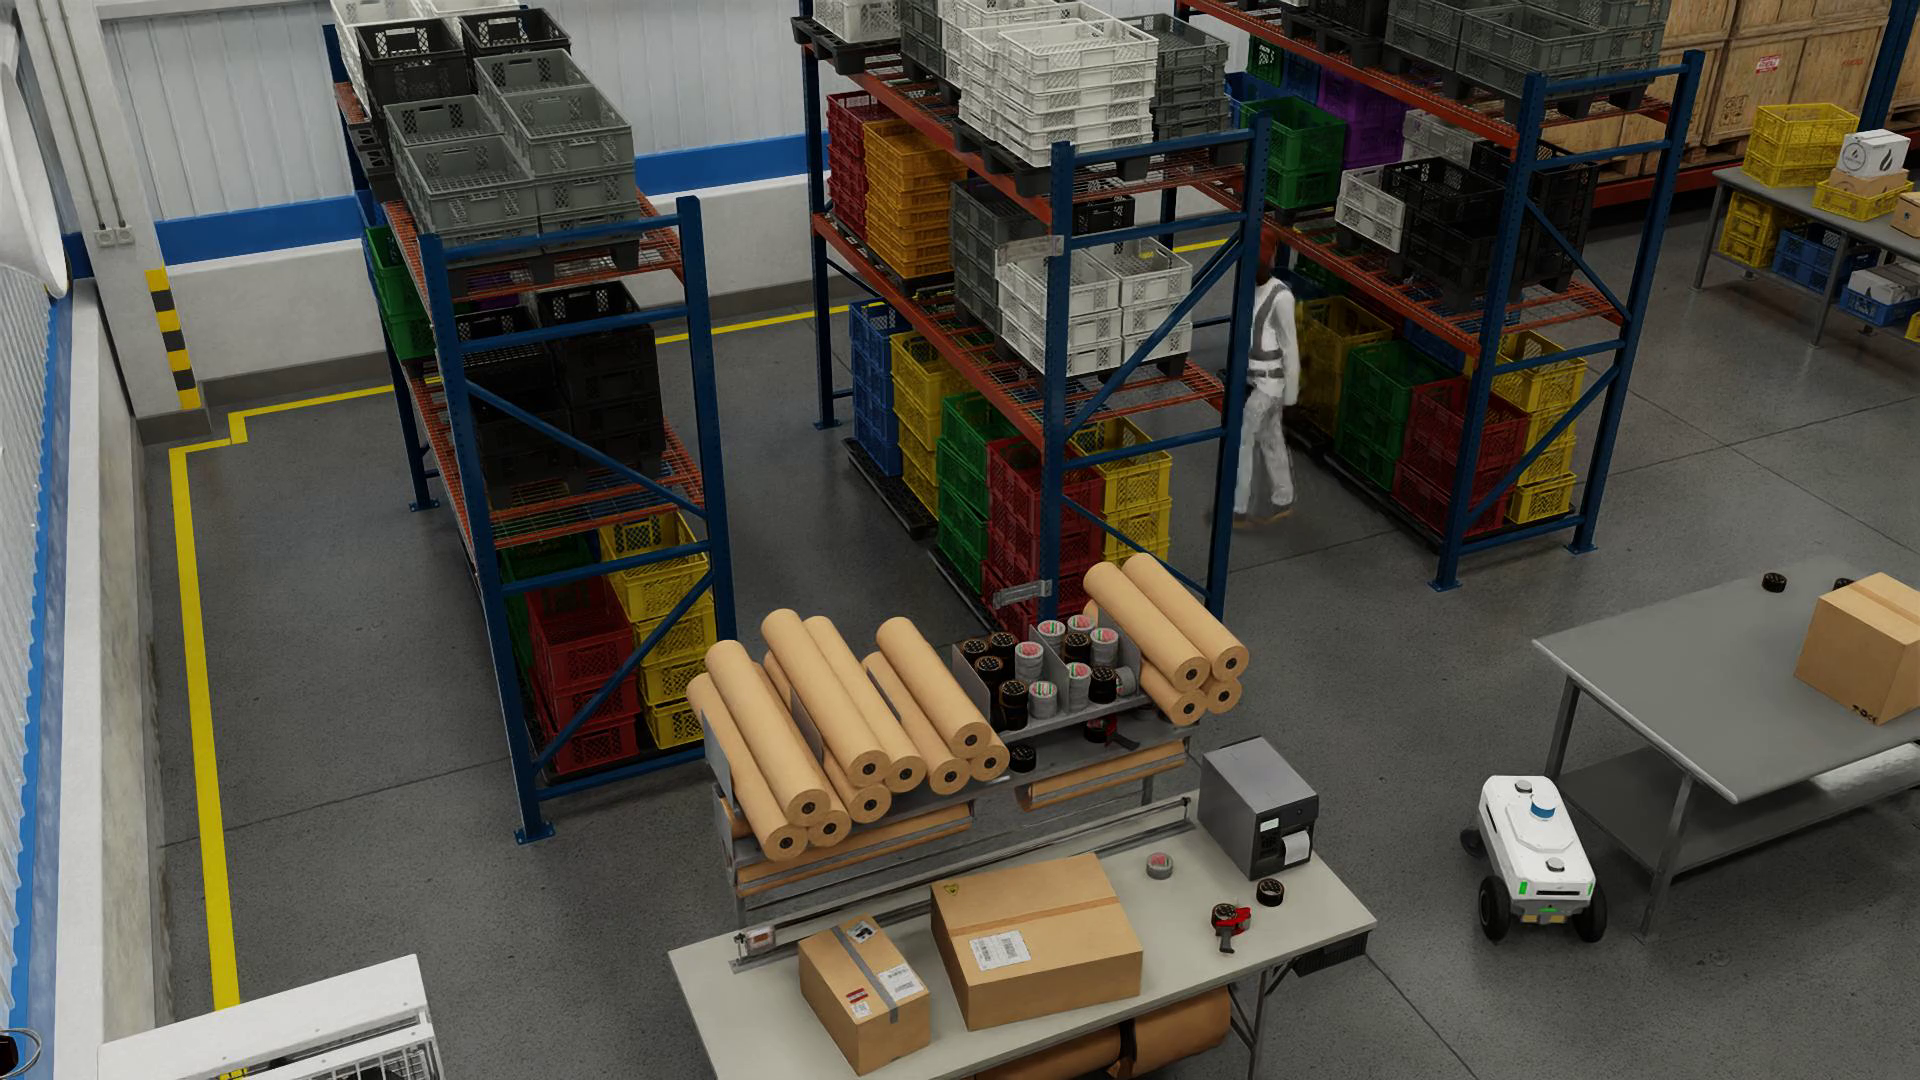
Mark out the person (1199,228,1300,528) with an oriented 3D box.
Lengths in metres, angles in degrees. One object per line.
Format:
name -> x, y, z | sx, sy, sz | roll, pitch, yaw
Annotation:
person -> 1.770, -0.943, 9.998 | 0.695, 1.833, 0.663 | -1, 32, -2

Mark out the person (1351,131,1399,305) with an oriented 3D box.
person -> 2.995, -2.341, 12.169 | 0.356, 1.936, 0.635 | -11, 33, -17

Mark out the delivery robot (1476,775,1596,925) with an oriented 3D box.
delivery robot -> 2.558, 1.347, 7.402 | 0.477, 0.478, 0.707 | 1, 32, 1
